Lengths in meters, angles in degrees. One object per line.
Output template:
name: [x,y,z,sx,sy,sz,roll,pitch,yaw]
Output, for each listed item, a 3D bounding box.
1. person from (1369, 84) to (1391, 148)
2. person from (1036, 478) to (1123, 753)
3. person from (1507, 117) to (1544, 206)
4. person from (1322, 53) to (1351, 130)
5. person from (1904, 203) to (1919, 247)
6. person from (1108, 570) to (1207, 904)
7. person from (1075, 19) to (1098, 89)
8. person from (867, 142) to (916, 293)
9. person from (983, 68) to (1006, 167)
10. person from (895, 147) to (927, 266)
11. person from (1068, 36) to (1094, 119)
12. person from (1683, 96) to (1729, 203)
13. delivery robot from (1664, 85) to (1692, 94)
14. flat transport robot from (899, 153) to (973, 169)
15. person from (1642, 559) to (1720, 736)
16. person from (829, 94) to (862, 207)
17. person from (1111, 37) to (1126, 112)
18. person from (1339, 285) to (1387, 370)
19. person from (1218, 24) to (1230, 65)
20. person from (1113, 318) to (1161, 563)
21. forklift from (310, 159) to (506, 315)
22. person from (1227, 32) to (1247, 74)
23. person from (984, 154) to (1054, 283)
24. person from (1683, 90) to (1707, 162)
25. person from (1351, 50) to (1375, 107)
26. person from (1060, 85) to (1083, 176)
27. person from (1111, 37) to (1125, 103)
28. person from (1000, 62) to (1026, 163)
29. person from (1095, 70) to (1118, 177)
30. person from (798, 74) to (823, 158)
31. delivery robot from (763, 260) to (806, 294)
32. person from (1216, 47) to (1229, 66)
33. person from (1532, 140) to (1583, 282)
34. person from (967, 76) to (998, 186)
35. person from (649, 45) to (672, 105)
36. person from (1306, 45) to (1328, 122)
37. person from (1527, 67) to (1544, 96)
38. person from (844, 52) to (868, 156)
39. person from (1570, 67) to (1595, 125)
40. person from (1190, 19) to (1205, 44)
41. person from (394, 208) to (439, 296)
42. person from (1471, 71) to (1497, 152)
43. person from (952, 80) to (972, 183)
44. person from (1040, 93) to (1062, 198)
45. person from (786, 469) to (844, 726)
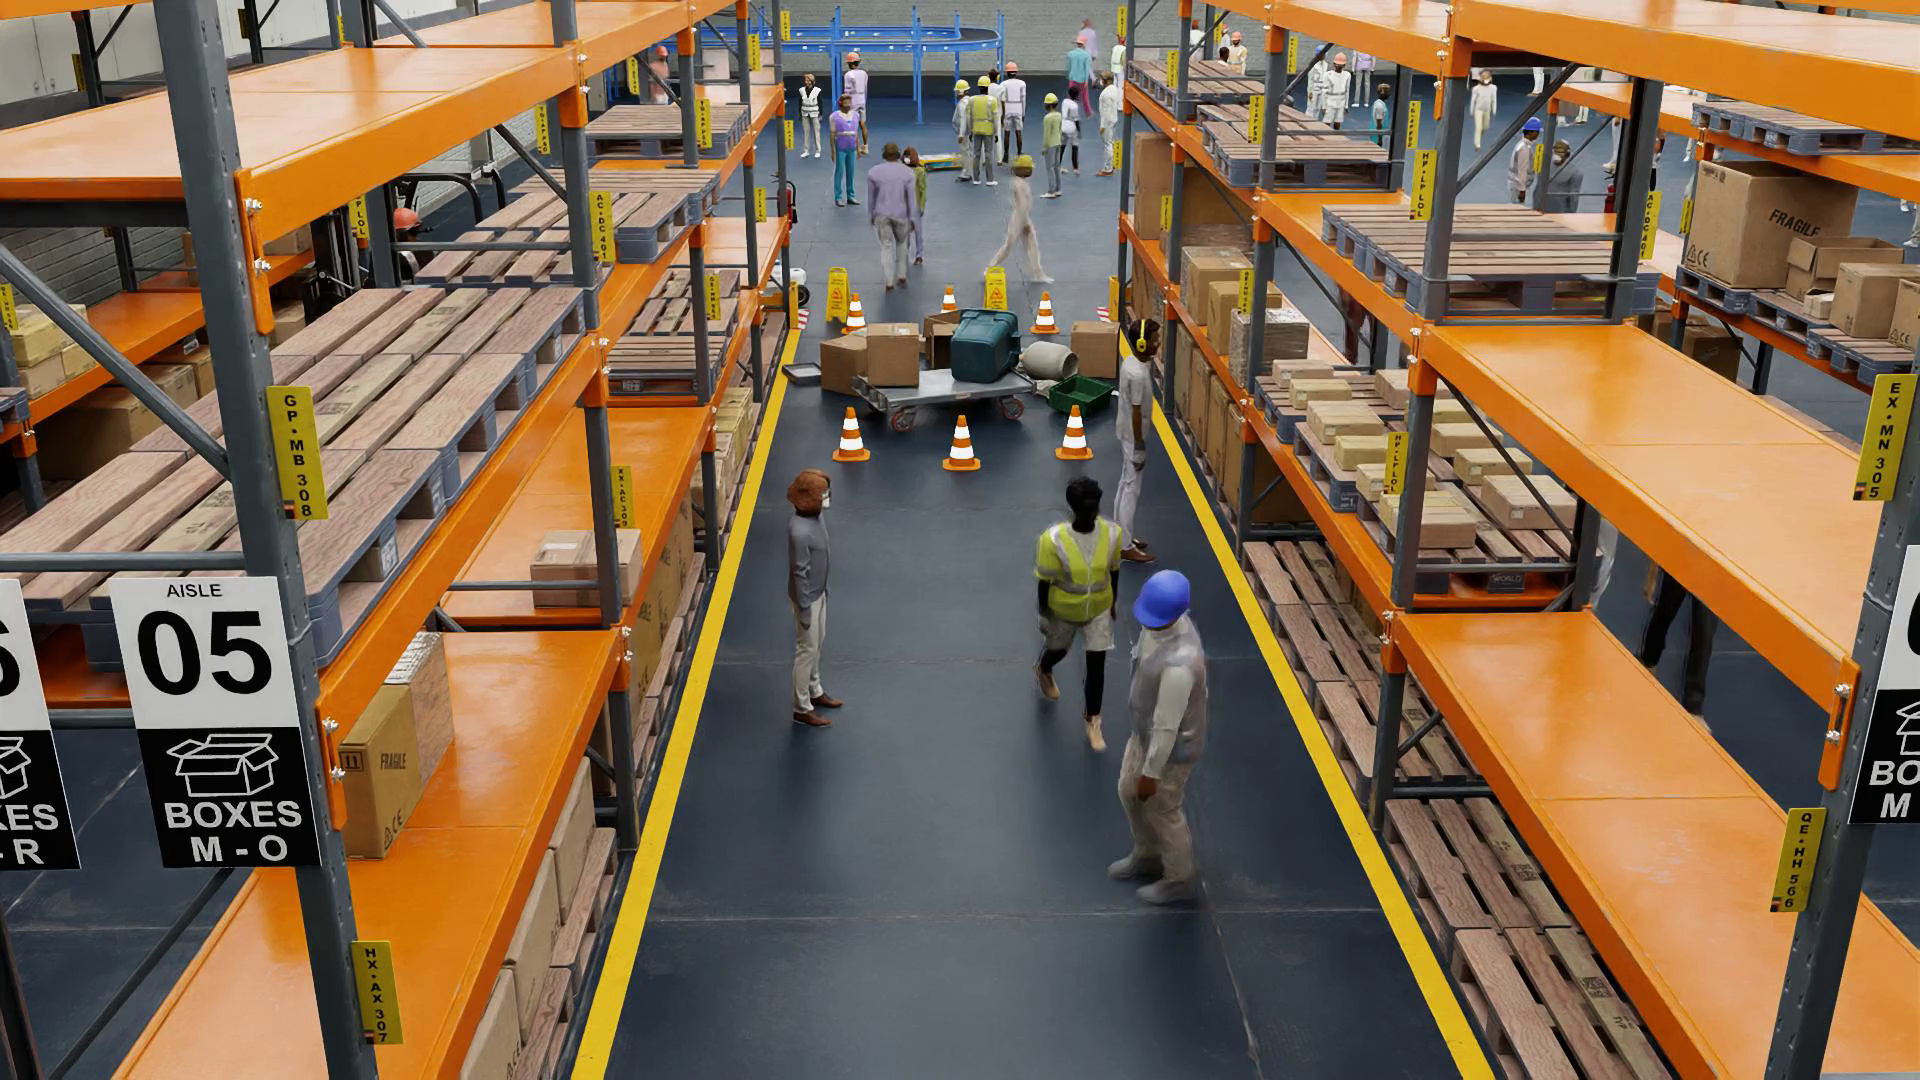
person: [7.437,-7.154,29.535,0.346,1.846,0.506,2,21,6]
person: [0.677,0.358,9.950,0.544,1.662,0.823,-5,21,-12]
person: [8.113,-5.109,24.008,0.417,1.939,0.603,6,22,16]
person: [7.574,-8.759,33.508,0.608,2.039,0.395,-6,22,-16]
person: [14.315,-5.192,24.506,0.485,1.736,0.321,-1,21,-2]
person: [0.976,0.959,8.036,0.485,1.883,0.687,-2,21,-6]
person: [3.570,-13.596,46.537,0.877,1.870,0.641,19,28,40]
person: [-0.895,-4.211,21.681,0.626,1.901,0.773,-1,21,-3]
person: [0.632,-8.184,32.246,0.505,1.861,0.325,2,21,5]
person: [-0.695,-4.671,23.263,0.500,1.636,0.280,12,24,29]
person: [2.851,-10.894,39.294,0.613,1.934,1.036,10,23,25]
person: [12.627,-6.568,27.999,0.547,1.848,0.395,13,24,30]
delivery robot: [18.500,-11.602,42.956,0.707,0.478,0.477,14,25,32]
flat transport robot: [-0.475,-7.301,32.112,1.431,0.197,0.652,-11,23,-26]
person: [4.490,0.199,10.201,0.584,1.801,0.962,3,21,9]
person: [-1.933,-6.556,27.956,0.572,1.841,0.373,-15,25,-34]
person: [3.945,-11.502,41.037,0.389,1.837,0.563,-8,22,-21]
person: [4.283,-2.545,17.334,0.669,1.850,0.979,-1,21,-3]
person: [7.334,-13.522,46.496,0.343,1.747,0.572,-4,21,-12]
person: [1.341,-0.762,12.608,0.325,1.871,0.516,0,21,-1]
forklift: [-5.622,-2.910,17.832,2.313,2.155,1.214,-1,21,-1]
person: [6.779,-11.532,41.000,0.542,1.928,0.399,18,27,39]
person: [0.773,-4.263,22.098,0.906,1.703,0.487,5,21,14]
person: [14.621,-8.317,32.754,0.488,1.740,0.319,12,24,28]
person: [10.190,-11.941,42.072,0.588,1.928,0.383,0,21,-1]
person: [2.057,-7.683,31.197,0.387,1.662,0.561,-12,24,-28]
person: [3.957,-11.534,41.060,0.360,1.882,0.575,-12,24,-29]
person: [1.017,-8.411,32.750,0.545,1.930,0.379,-4,21,-11]
person: [2.743,-7.760,31.015,0.371,1.934,0.627,7,22,17]
person: [-3.002,-8.520,33.432,0.523,1.638,0.311,7,22,17]
delivery robot: [-2.317,-3.280,20.961,0.707,0.478,0.477,-7,22,-18]
person: [5.735,-9.924,36.778,0.407,1.908,0.597,-5,21,-13]
person: [7.764,-4.250,21.743,0.361,1.936,0.630,-16,26,-36]
person: [0.423,-7.367,29.983,0.585,1.928,0.370,8,22,21]
person: [-6.555,-9.776,36.289,0.578,1.970,0.663,10,23,24]
person: [7.850,-9.871,36.571,0.602,1.949,0.394,-19,28,-40]
person: [15.519,-12.893,44.590,0.371,1.932,0.628,14,25,33]
person: [-2.136,-8.844,33.752,0.418,2.034,0.603,16,26,36]
person: [14.504,-10.485,38.651,0.507,1.623,0.293,-14,25,-32]
person: [6.526,-13.575,46.468,0.633,1.872,0.519,2,21,5]
person: [-5.290,-2.214,16.224,0.418,2.034,0.604,6,22,16]
person: [10.798,-8.879,34.411,0.501,1.615,0.651,-1,21,-3]
person: [0.061,-7.454,30.350,0.404,1.827,0.600,4,21,10]
person: [1.569,-6.801,28.712,0.326,1.767,0.533,13,24,30]
person: [-0.889,0.343,10.031,0.293,1.623,0.507,3,21,7]
